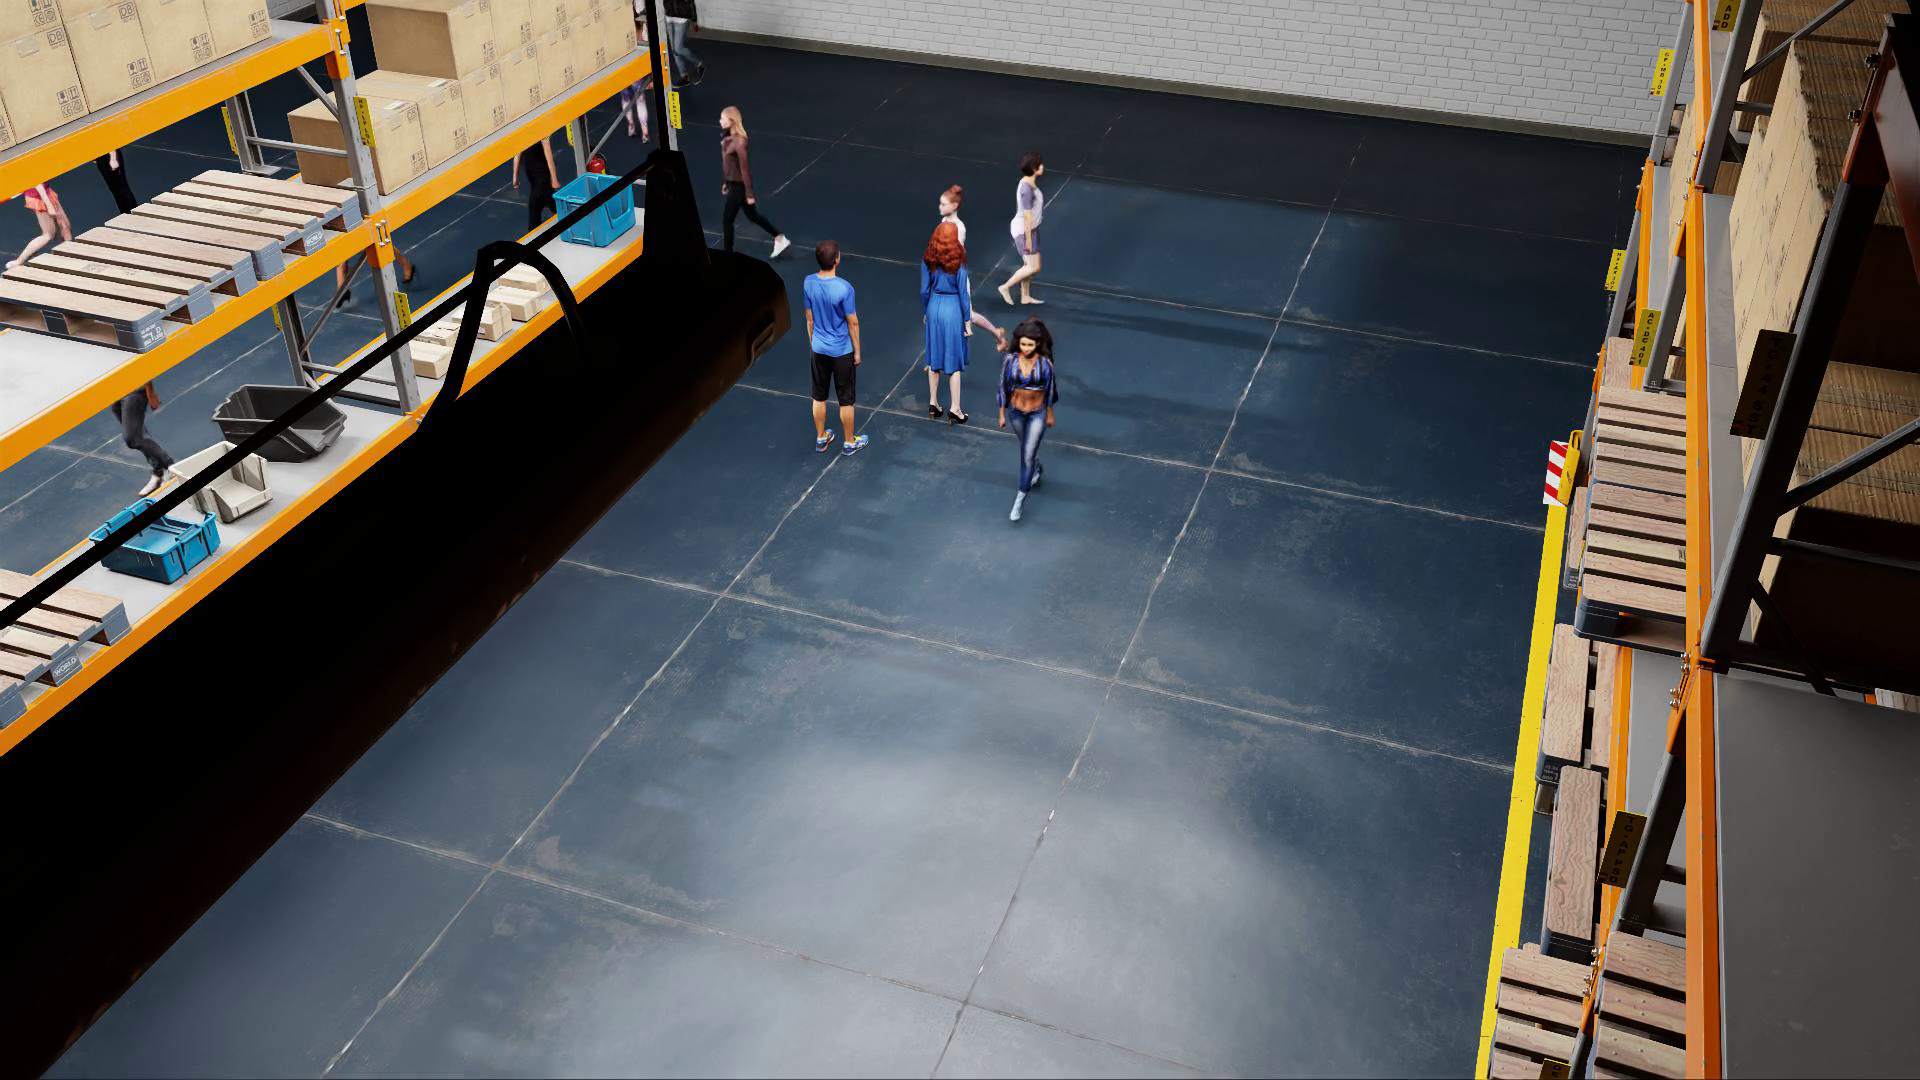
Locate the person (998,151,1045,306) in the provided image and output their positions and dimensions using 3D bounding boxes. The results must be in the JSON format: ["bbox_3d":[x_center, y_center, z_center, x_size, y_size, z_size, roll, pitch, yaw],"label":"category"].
[{"bbox_3d":[0.577,-2.979,16.014,0.738,1.554,0.703,2,34,3],"label":"person"}]

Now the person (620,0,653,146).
[{"bbox_3d":[-3.978,-5.645,19.863,0.946,1.732,1.144,-6,34,-9],"label":"person"}]

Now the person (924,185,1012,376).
[{"bbox_3d":[0.041,-2.280,14.776,1.102,1.761,1.033,-15,36,-21],"label":"person"}]

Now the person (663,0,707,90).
[{"bbox_3d":[-3.549,-6.747,21.455,0.831,1.804,0.866,27,42,34],"label":"person"}]

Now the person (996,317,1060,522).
[{"bbox_3d":[0.544,-1.002,13.020,0.647,1.574,1.042,10,35,15],"label":"person"}]

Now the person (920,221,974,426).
[{"bbox_3d":[-0.124,-1.821,14.024,0.668,1.827,0.636,19,38,26],"label":"person"}]

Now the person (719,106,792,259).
[{"bbox_3d":[-2.132,-3.555,16.775,1.079,1.670,1.119,-8,35,-12],"label":"person"}]

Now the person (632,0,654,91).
[{"bbox_3d":[-4.024,-6.715,21.349,0.929,1.868,0.975,2,34,3],"label":"person"}]

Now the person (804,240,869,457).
[{"bbox_3d":[-1.048,-1.562,13.596,0.599,1.869,0.548,12,35,17],"label":"person"}]
